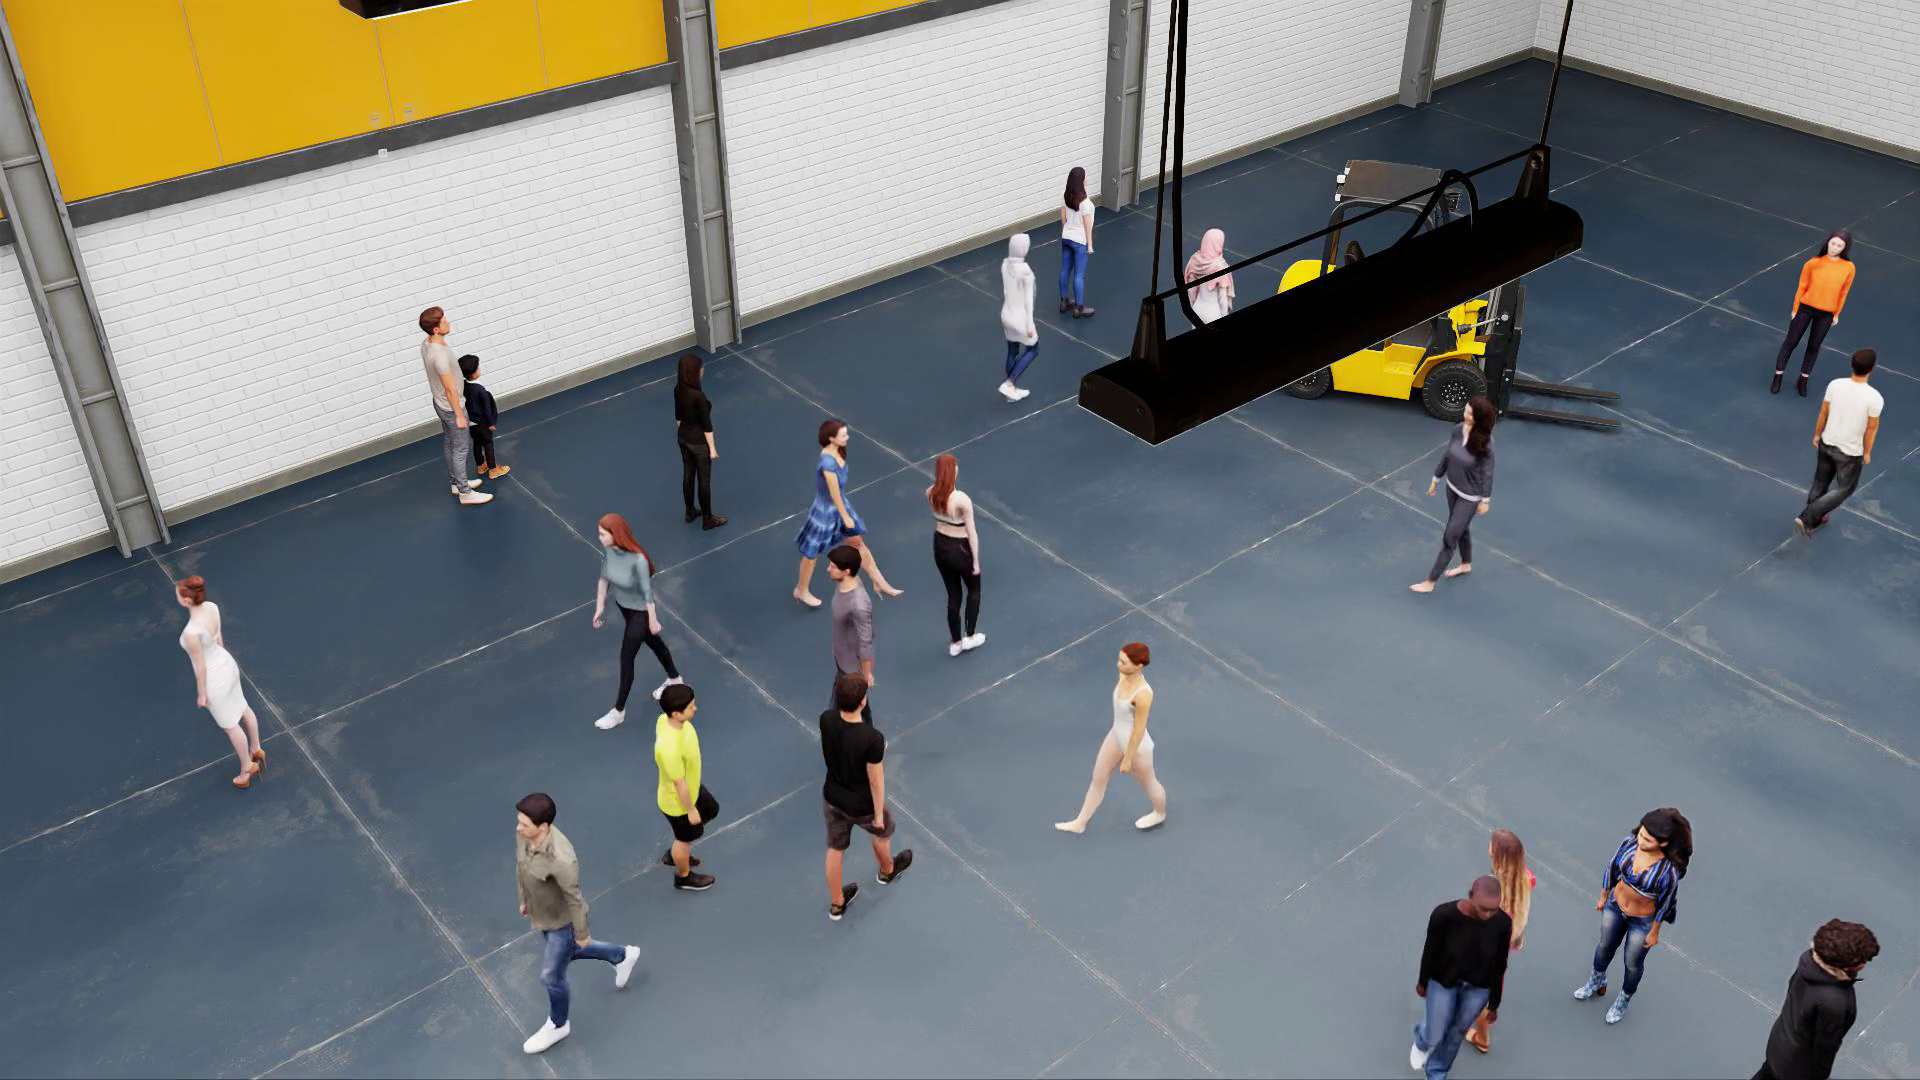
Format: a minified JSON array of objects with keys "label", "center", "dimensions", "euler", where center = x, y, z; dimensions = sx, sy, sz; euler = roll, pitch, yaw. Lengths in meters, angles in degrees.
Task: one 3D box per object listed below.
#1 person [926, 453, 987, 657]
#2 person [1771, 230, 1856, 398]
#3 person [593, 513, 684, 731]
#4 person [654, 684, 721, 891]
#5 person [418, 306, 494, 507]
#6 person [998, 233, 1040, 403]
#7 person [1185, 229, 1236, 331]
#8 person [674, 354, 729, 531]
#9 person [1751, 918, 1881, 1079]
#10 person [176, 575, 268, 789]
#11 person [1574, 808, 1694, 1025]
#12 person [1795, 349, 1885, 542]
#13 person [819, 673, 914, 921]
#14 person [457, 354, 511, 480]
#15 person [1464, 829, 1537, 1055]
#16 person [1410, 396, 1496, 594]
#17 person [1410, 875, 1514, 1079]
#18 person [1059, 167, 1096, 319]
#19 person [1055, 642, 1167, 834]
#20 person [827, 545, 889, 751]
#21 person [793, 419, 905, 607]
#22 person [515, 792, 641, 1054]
[{"label":"person","center":[-0.122,0.154,12.847],"dimensions":[0.713,1.722,0.693],"euler":[27,42,35]},{"label":"person","center":[8.461,-2.261,16.457],"dimensions":[0.707,1.749,0.722],"euler":[10,35,15]},{"label":"person","center":[-2.337,0.514,12.330],"dimensions":[0.656,1.695,1.061],"euler":[28,43,35]},{"label":"person","center":[-1.872,1.618,10.670],"dimensions":[0.813,1.695,0.762],"euler":[-3,34,-5]},{"label":"person","center":[-4.518,-1.198,14.721],"dimensions":[0.609,1.899,0.684],"euler":[-18,38,-25]},{"label":"person","center":[0.500,-2.120,16.227],"dimensions":[0.662,1.768,0.657],"euler":[-21,39,-28]},{"label":"person","center":[2.430,-2.196,16.309],"dimensions":[0.584,1.804,0.621],"euler":[-26,42,-33]},{"label":"person","center":[-2.305,-0.856,14.440],"dimensions":[0.605,1.641,0.553],"euler":[25,41,33]},{"label":"person","center":[4.530,2.716,8.942],"dimensions":[0.783,1.779,0.720],"euler":[3,34,5]},{"label":"person","center":[-5.137,0.975,11.551],"dimensions":[0.681,1.791,0.633],"euler":[1,34,2]},{"label":"person","center":[3.983,2.214,9.843],"dimensions":[0.576,1.618,0.636],"euler":[-20,39,-28]},{"label":"person","center":[7.480,-0.776,14.182],"dimensions":[0.924,1.795,0.708],"euler":[-21,39,-28]},{"label":"person","center":[-0.736,1.664,10.473],"dimensions":[0.868,1.837,1.057],"euler":[17,37,24]},{"label":"person","center":[-4.416,-1.140,15.242],"dimensions":[0.544,1.227,0.549],"euler":[23,40,30]},{"label":"person","center":[3.124,2.374,9.639],"dimensions":[0.727,1.577,0.757],"euler":[-14,36,-20]},{"label":"person","center":[4.211,-0.406,13.673],"dimensions":[1.040,1.740,0.806],"euler":[-14,36,-20]},{"label":"person","center":[2.804,2.448,9.390],"dimensions":[0.791,1.730,0.851],"euler":[4,34,5]},{"label":"person","center":[1.246,-3.206,17.936],"dimensions":[0.505,1.685,0.591],"euler":[-25,41,-32]},{"label":"person","center":[1.222,1.354,11.153],"dimensions":[1.097,1.599,0.790],"euler":[-12,36,-18]},{"label":"person","center":[-0.674,0.810,11.753],"dimensions":[0.819,1.842,0.799],"euler":[-7,34,-11]},{"label":"person","center":[-1.107,-0.161,13.294],"dimensions":[1.166,1.753,1.114],"euler":[3,34,4]},{"label":"person","center":[-2.274,2.144,9.748],"dimensions":[1.074,1.840,0.691],"euler":[-25,41,-32]}]
